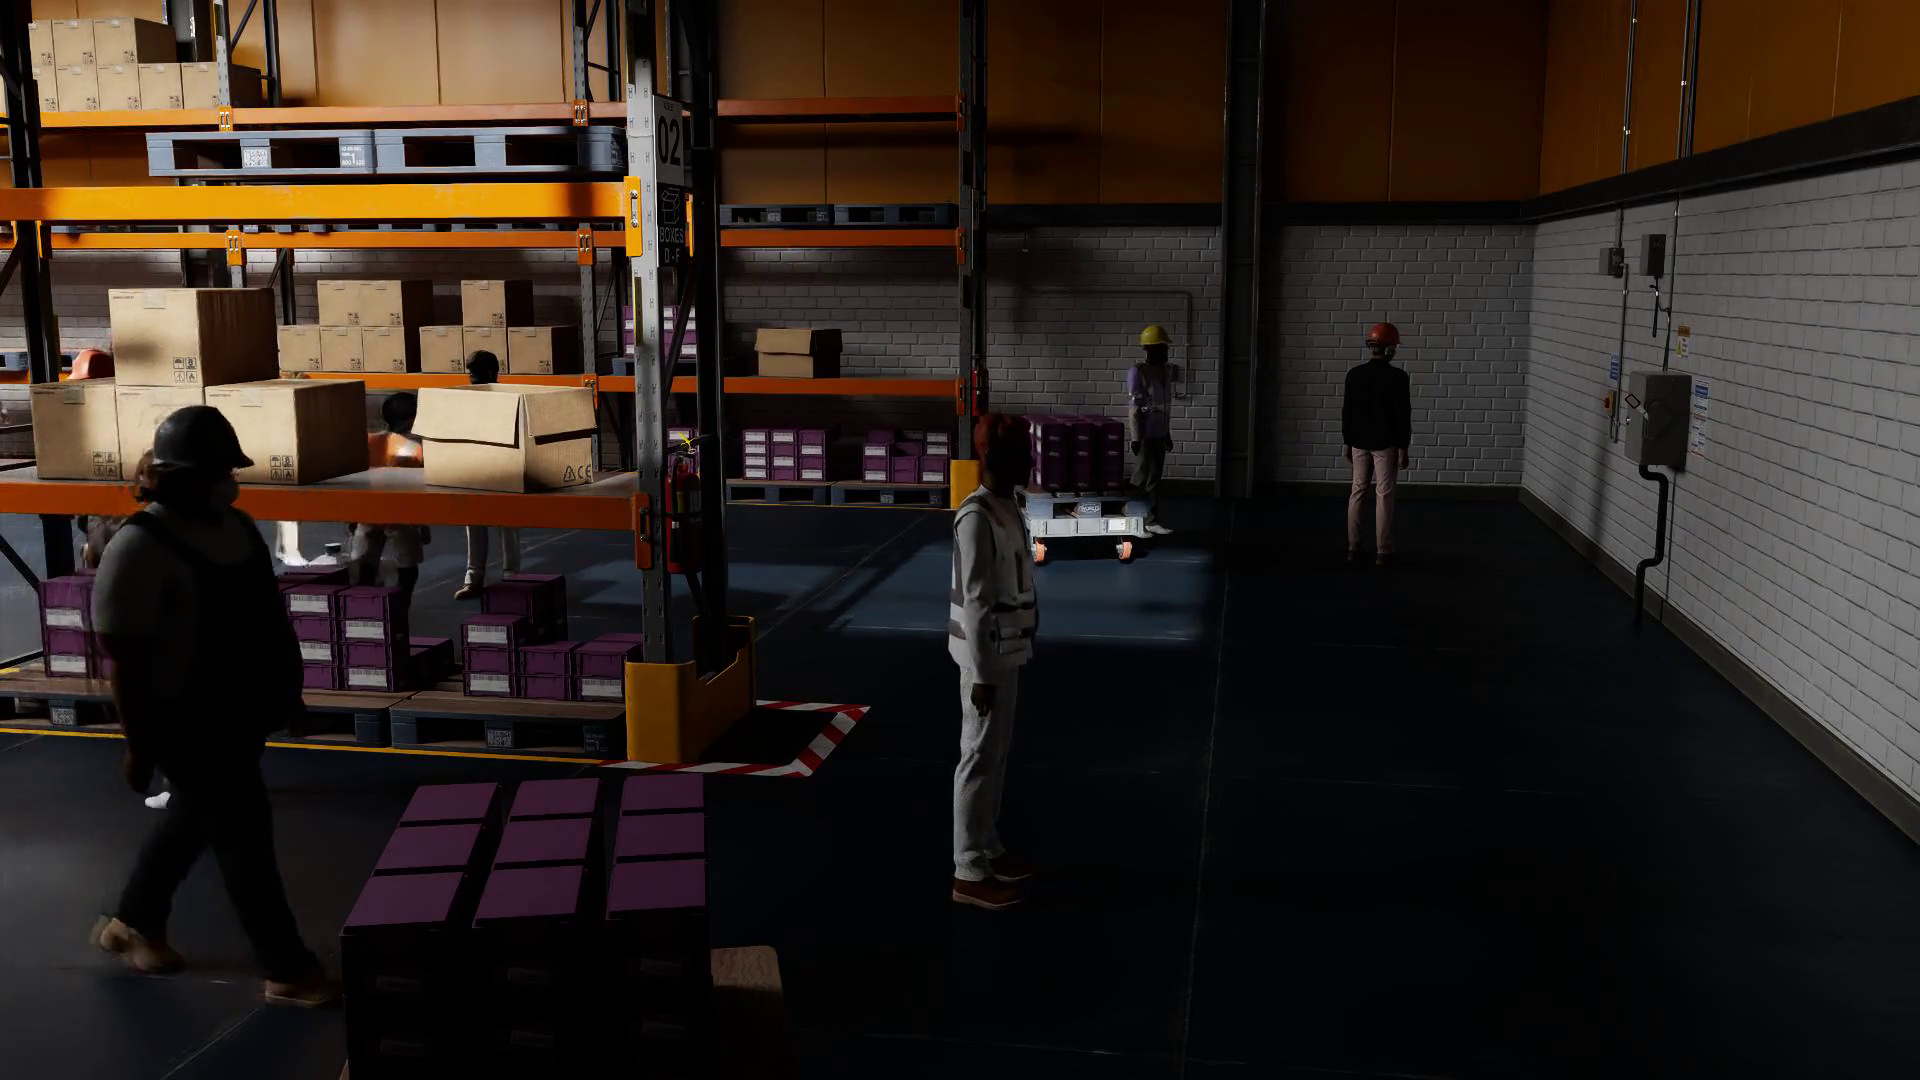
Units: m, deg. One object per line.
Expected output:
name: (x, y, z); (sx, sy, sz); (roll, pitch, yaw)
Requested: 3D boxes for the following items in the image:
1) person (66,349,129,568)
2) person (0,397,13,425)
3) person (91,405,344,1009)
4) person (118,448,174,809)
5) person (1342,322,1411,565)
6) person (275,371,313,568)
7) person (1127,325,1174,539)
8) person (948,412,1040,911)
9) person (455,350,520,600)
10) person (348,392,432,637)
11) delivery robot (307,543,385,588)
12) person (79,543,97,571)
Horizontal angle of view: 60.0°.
person: (-5.282, -0.212, 10.317); (0.545, 1.939, 0.374); (4, 10, 26)
person: (-10.190, -1.337, 17.393); (0.867, 1.902, 0.553); (0, 9, -2)
person: (-2.517, 0.511, 5.514); (1.012, 2.000, 0.690); (1, 9, 7)
person: (-3.523, 0.396, 7.485); (0.264, 1.632, 0.507); (5, 11, 30)
person: (3.458, -0.795, 13.758); (0.396, 1.993, 0.618); (-8, 12, -42)
person: (-5.440, -0.568, 13.551); (0.720, 1.601, 0.533); (6, 11, 34)
person: (1.745, -0.984, 15.129); (0.354, 1.929, 0.594); (8, 12, 39)
person: (0.131, 0.450, 6.374); (0.337, 1.882, 0.584); (2, 9, 12)
person: (-3.459, -0.465, 12.186); (0.622, 1.845, 0.430); (3, 9, 15)
person: (-3.694, -0.111, 10.573); (0.719, 1.659, 0.318); (2, 9, 14)
delivery robot: (-4.258, 0.266, 11.340); (0.477, 0.478, 0.707); (3, 10, 18)
person: (-6.077, -0.546, 12.162); (0.760, 2.004, 0.670); (3, 10, 17)
